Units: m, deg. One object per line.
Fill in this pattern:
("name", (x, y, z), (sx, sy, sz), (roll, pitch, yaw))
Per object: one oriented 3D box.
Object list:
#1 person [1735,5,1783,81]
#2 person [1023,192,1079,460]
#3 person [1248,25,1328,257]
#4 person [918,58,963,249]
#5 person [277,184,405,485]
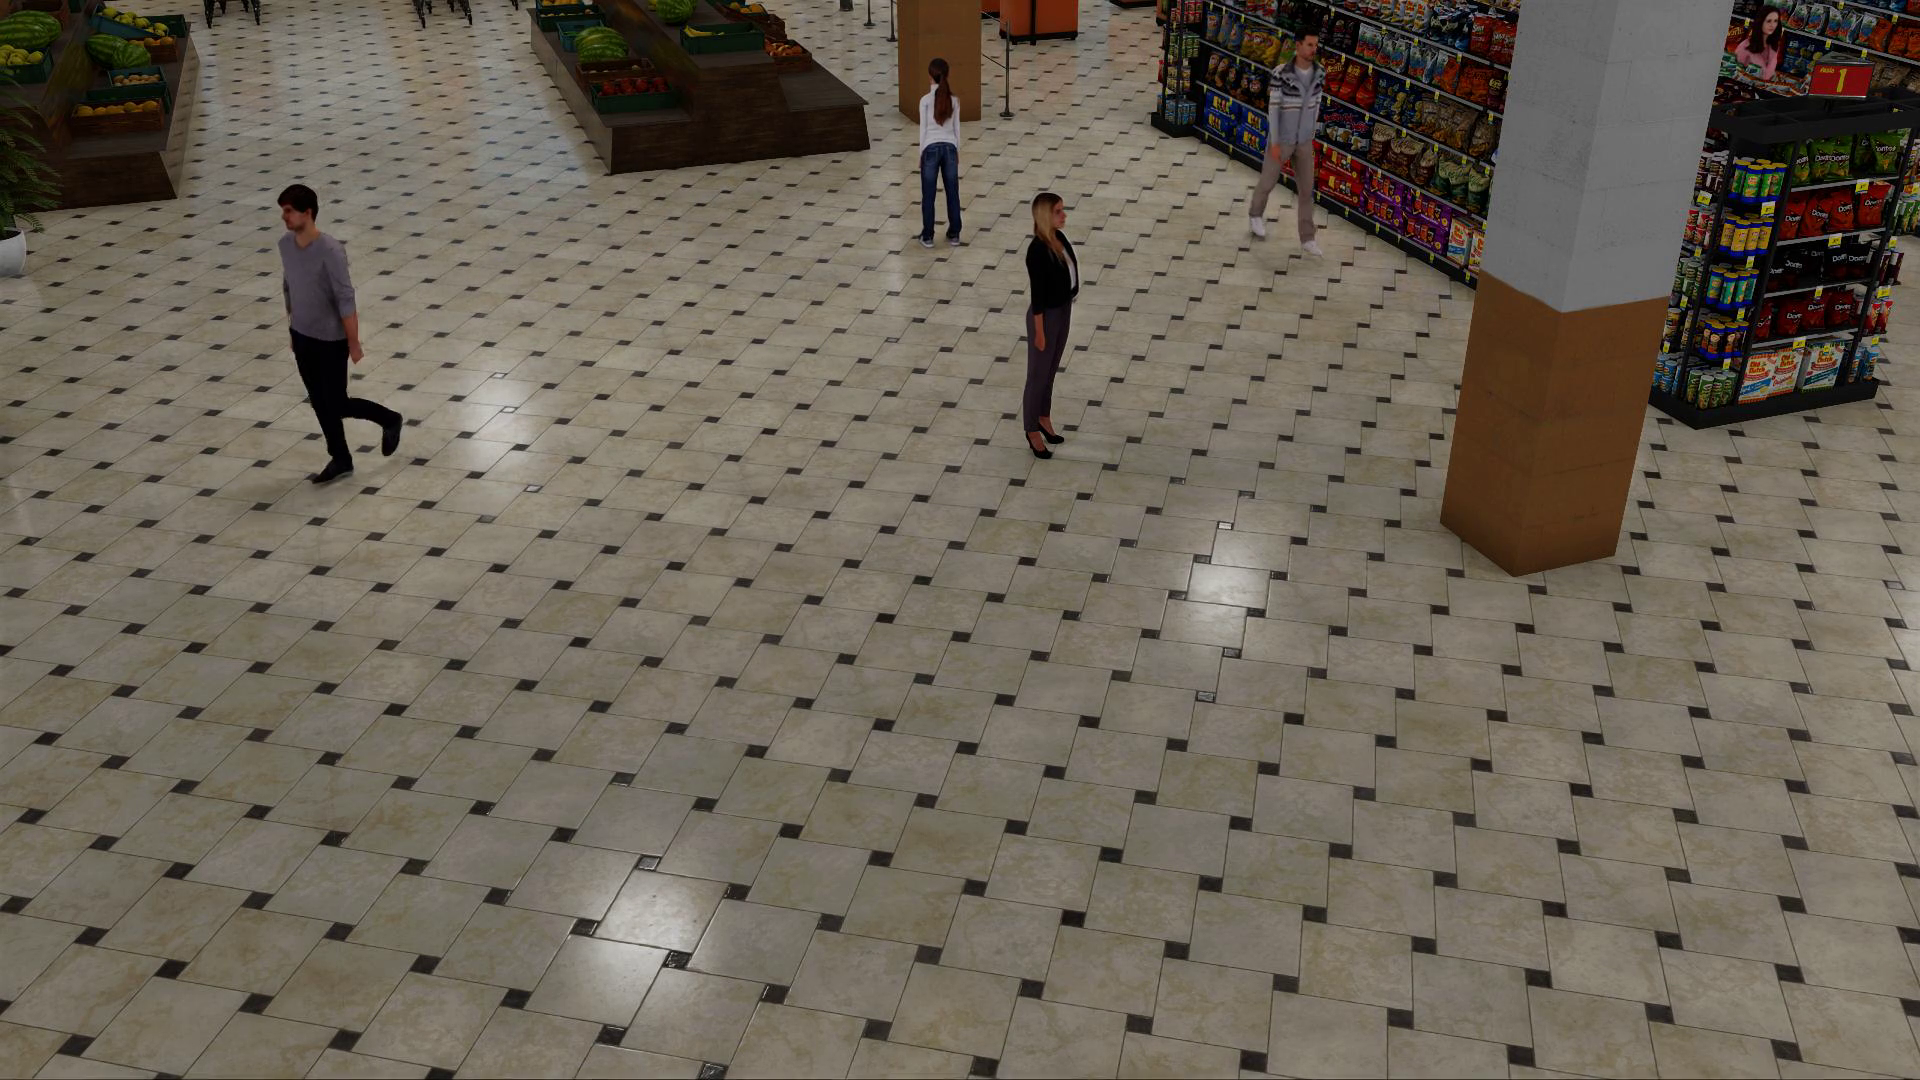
("person", (6.910, -3.781, 14.637), (0.617, 1.803, 0.508), (-9, 30, -16))
("person", (0.531, -1.332, 10.289), (0.730, 1.672, 0.668), (12, 31, 22))
("person", (2.692, -3.332, 13.806), (0.746, 1.810, 1.225), (-8, 30, -14))
("person", (-0.174, -3.224, 13.876), (0.509, 1.555, 0.508), (-9, 30, -16))
("person", (-3.743, -1.237, 9.952), (0.945, 1.827, 0.980), (18, 33, 29))
